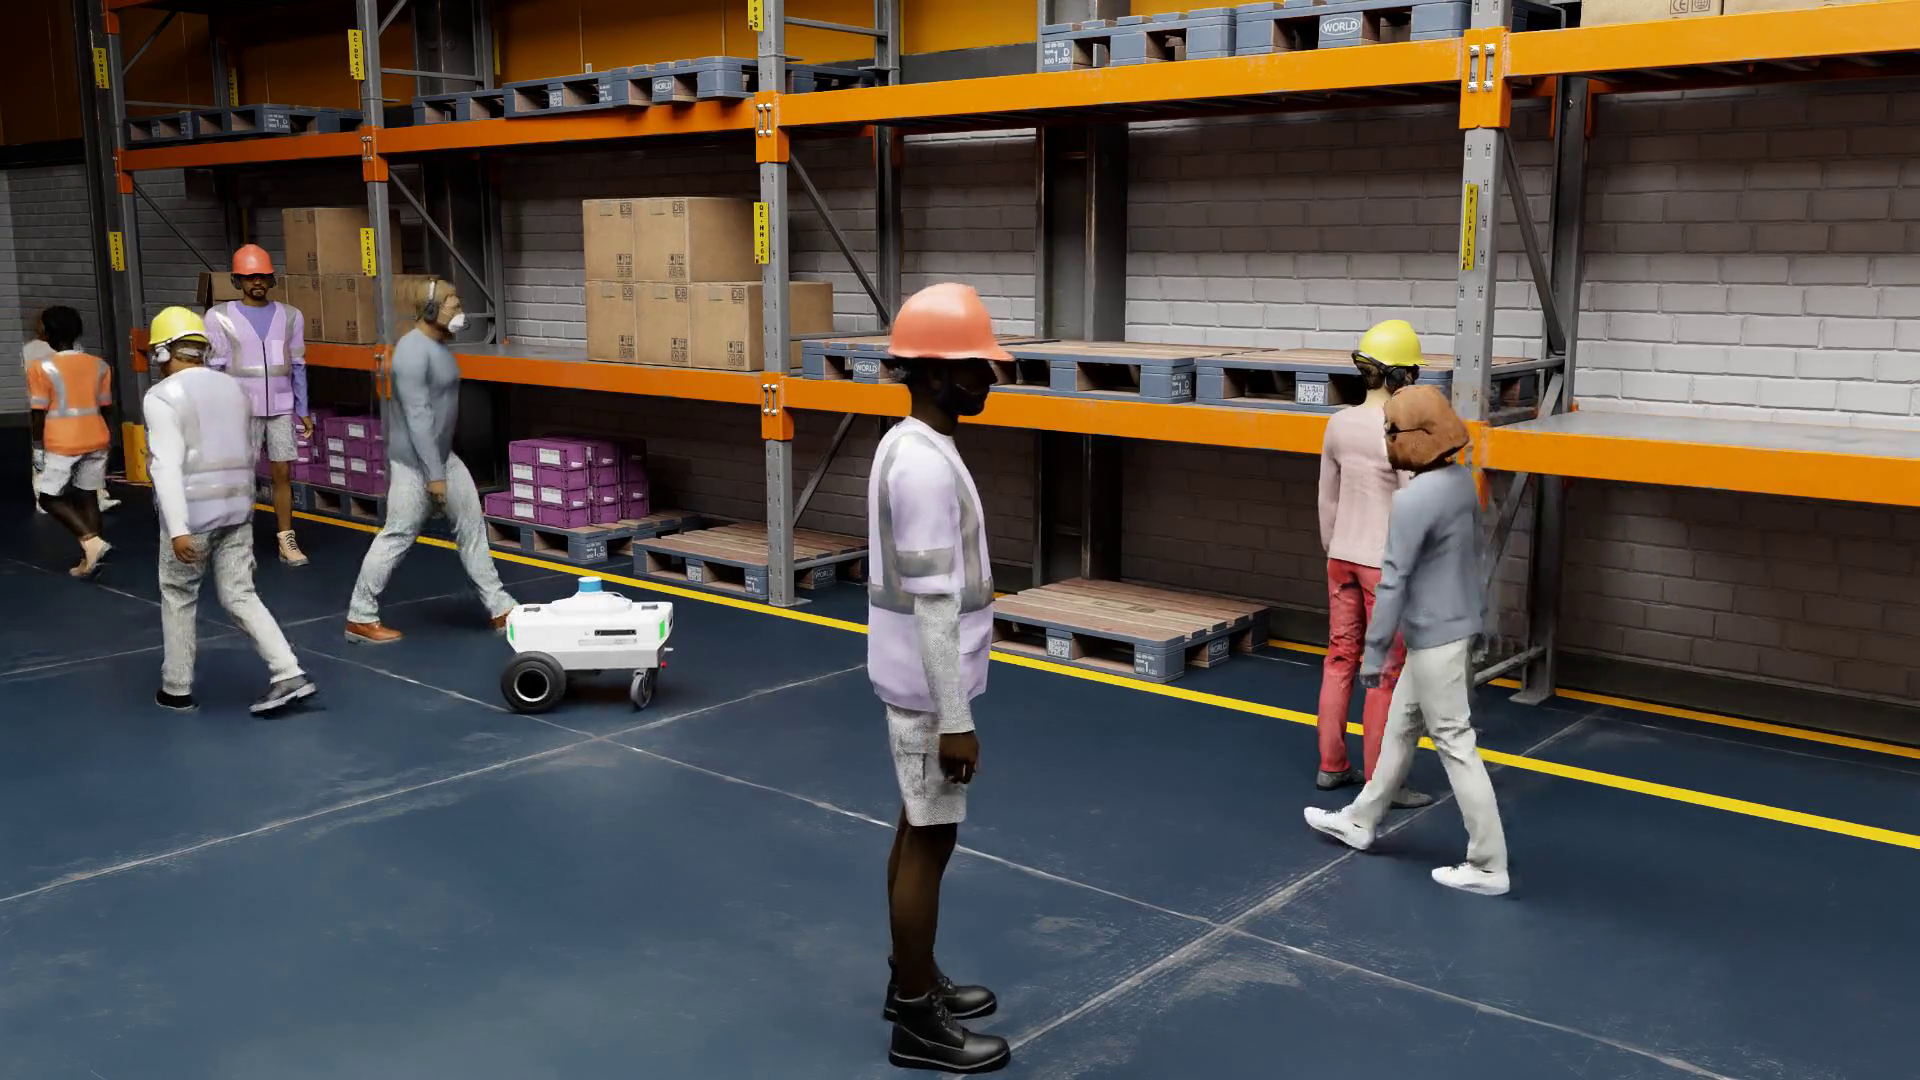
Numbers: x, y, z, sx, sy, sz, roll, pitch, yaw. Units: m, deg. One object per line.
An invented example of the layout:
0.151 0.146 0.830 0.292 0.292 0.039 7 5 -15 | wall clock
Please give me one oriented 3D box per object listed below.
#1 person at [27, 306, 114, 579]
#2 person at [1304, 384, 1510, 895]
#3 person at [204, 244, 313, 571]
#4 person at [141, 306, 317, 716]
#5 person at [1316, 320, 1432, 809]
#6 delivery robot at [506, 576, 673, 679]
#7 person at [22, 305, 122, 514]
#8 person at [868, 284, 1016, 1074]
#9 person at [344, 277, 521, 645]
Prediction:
-5.304 -0.564 10.023 0.472 1.687 0.546 4 11 23 | person
1.407 0.305 5.274 0.818 1.591 0.520 7 12 37 | person
-4.395 -0.827 10.483 0.604 2.044 0.375 -8 13 -38 | person
-3.199 -0.110 7.172 0.767 1.783 0.601 5 11 25 | person
1.522 0.091 6.047 0.311 1.768 0.533 -5 11 -29 | person
-1.642 0.407 7.426 0.707 0.478 0.477 -1 10 -5 | delivery robot
-6.753 -0.960 12.527 0.847 1.593 0.506 6 12 31 | person
-0.043 0.343 4.132 0.369 1.935 0.556 -1 10 -5 | person
-2.700 -0.391 8.516 1.049 1.878 0.635 0 10 -1 | person
